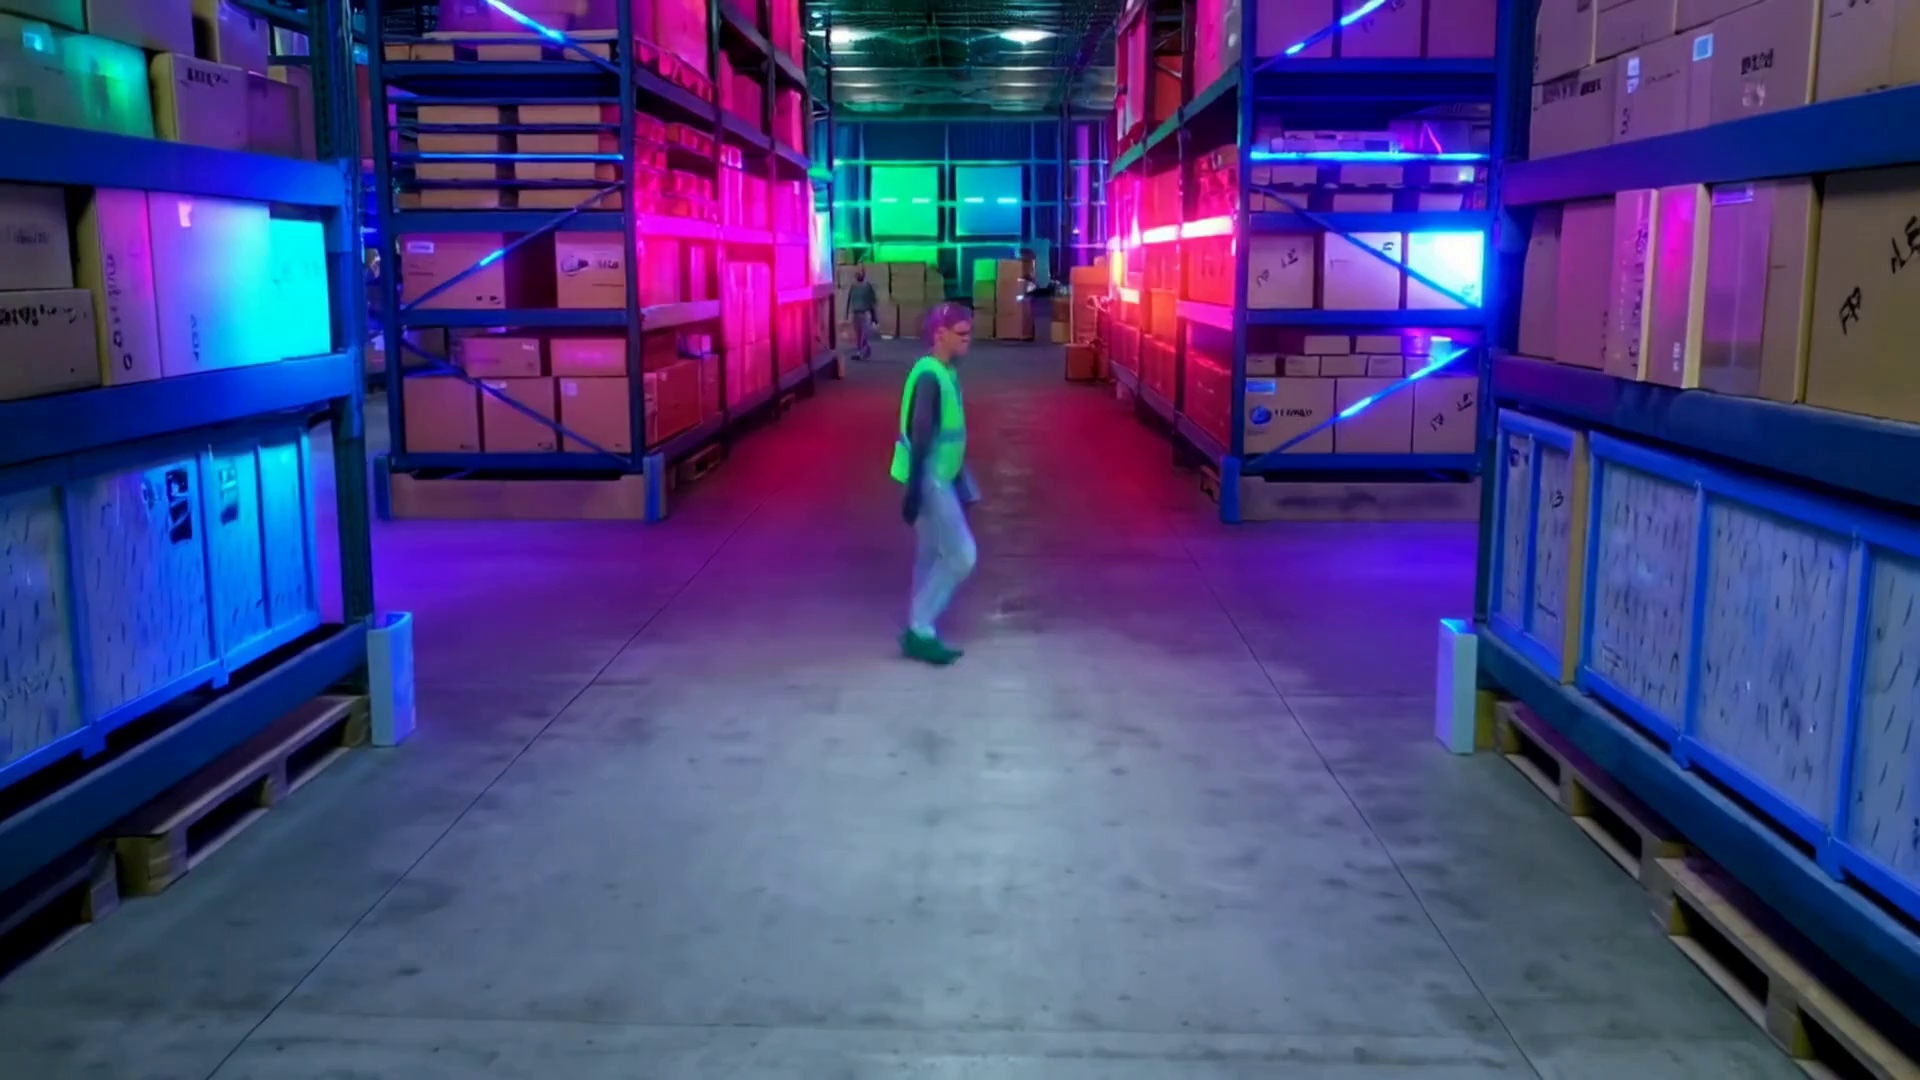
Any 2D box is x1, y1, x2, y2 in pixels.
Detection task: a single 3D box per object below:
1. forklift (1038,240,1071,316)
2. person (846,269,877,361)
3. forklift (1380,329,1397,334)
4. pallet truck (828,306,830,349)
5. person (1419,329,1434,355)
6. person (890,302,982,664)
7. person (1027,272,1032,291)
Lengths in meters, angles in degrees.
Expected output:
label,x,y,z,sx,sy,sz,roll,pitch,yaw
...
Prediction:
label,x,y,z,sx,sy,sz,roll,pitch,yaw
forklift,3.045,-9.439,60.101,1.873,2.768,1.129,1,10,8
person,-2.004,-4.695,34.643,0.630,1.904,0.974,6,11,30
forklift,6.591,-4.035,27.732,1.129,2.768,1.873,0,9,1
pallet truck,-3.100,-3.940,29.800,1.885,1.965,0.823,3,10,19
person,9.382,-4.508,33.215,0.382,1.995,0.612,0,9,-2
person,-0.111,-0.278,8.379,0.472,1.824,0.583,1,10,4
person,2.844,-9.600,64.601,0.531,1.698,0.320,-2,10,-10
